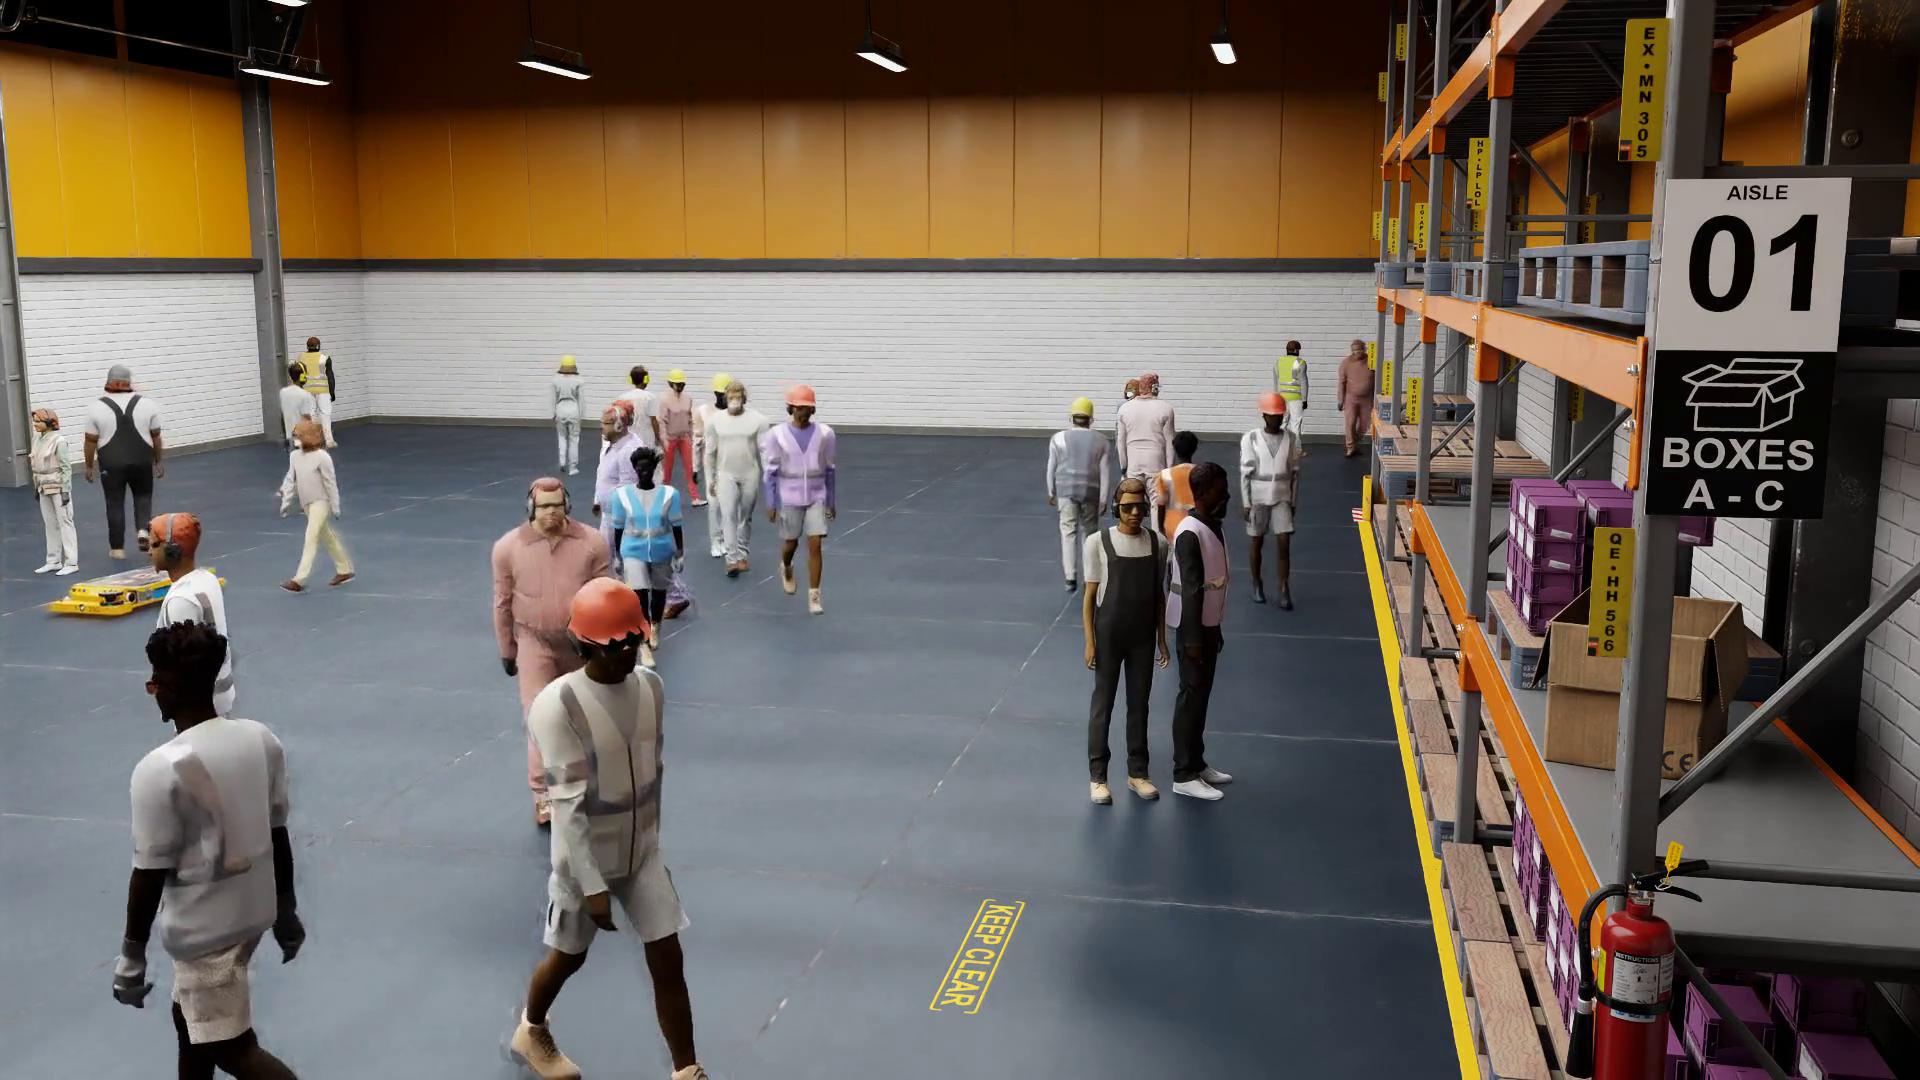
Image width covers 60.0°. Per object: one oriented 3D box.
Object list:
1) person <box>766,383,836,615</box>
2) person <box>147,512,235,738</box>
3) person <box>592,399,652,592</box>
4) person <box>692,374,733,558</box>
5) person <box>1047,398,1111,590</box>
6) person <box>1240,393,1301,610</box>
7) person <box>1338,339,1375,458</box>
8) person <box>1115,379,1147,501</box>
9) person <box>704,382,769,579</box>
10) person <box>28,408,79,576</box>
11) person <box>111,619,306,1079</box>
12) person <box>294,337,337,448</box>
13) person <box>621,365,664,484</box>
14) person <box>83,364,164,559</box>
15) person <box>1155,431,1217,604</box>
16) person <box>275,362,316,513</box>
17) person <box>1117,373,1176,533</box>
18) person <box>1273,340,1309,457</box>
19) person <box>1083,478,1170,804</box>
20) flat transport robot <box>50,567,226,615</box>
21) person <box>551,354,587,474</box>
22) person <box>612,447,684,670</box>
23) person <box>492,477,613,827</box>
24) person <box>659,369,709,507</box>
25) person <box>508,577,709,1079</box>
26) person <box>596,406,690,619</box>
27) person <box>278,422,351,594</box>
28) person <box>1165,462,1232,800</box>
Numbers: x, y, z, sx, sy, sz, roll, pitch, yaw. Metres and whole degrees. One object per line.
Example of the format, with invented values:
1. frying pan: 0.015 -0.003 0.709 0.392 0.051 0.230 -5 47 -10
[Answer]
1. person: -1.404 -0.386 14.640 0.613 2.023 0.807 -2 10 -14
2. person: -3.616 0.799 7.870 0.337 1.882 0.584 -2 10 -14
3. person: -3.032 -0.349 14.900 0.784 1.844 0.597 -7 12 -37
4. person: -2.443 -0.761 17.208 0.626 1.897 0.759 -3 10 -15
5. person: 1.121 -0.452 15.715 0.588 1.783 0.934 1 9 3
6. person: 2.744 -0.335 14.645 0.555 1.904 0.861 0 9 0
7. person: 6.257 -2.225 26.137 0.679 1.873 0.576 0 9 1
8. person: 2.127 -1.157 20.407 0.500 1.634 0.286 6 11 34
9. person: -2.141 -0.577 16.129 0.652 1.887 1.005 -2 10 -11
10. person: -8.860 -0.471 16.253 0.515 1.641 0.314 5 11 30
11. person: -2.319 1.207 5.318 0.979 1.925 0.617 1 10 9
12. person: -10.636 -2.436 27.511 0.623 1.839 0.429 0 9 -2
13. person: -3.700 -1.116 19.487 0.590 1.857 0.384 5 10 26
14. person: -8.658 -0.827 17.200 0.758 2.000 0.537 -6 11 -32
15. person: 1.896 -0.083 13.863 0.537 1.659 0.868 1 9 6
16. person: -8.039 -1.225 20.144 0.546 1.858 0.530 5 11 26
17. person: 1.976 -0.796 17.434 0.636 1.903 0.405 5 10 26
18. person: 5.238 -2.226 26.237 0.429 1.841 0.625 -9 13 -43
19. person: 0.943 0.564 9.402 0.504 1.847 0.345 -3 10 -15
20. flat transport robot: -7.362 0.428 14.955 0.652 0.197 1.431 2 10 14
21. person: -5.653 -1.813 24.071 0.504 1.728 0.404 0 9 1
22. person: -2.394 0.099 12.752 0.537 1.668 0.817 -3 10 -17
23. person: -2.185 0.602 9.114 0.646 1.871 0.867 -4 10 -23
24. person: -3.447 -1.243 20.603 0.780 1.735 0.544 9 13 43
25. person: -1.271 1.087 5.895 1.064 1.988 0.597 8 12 40
26. person: -2.795 -0.213 14.065 1.009 1.860 0.652 -5 11 -26
27. person: -6.032 -0.309 15.450 0.499 1.579 0.894 6 11 31
28. person: 1.375 0.504 9.543 0.391 1.920 0.593 3 10 18
